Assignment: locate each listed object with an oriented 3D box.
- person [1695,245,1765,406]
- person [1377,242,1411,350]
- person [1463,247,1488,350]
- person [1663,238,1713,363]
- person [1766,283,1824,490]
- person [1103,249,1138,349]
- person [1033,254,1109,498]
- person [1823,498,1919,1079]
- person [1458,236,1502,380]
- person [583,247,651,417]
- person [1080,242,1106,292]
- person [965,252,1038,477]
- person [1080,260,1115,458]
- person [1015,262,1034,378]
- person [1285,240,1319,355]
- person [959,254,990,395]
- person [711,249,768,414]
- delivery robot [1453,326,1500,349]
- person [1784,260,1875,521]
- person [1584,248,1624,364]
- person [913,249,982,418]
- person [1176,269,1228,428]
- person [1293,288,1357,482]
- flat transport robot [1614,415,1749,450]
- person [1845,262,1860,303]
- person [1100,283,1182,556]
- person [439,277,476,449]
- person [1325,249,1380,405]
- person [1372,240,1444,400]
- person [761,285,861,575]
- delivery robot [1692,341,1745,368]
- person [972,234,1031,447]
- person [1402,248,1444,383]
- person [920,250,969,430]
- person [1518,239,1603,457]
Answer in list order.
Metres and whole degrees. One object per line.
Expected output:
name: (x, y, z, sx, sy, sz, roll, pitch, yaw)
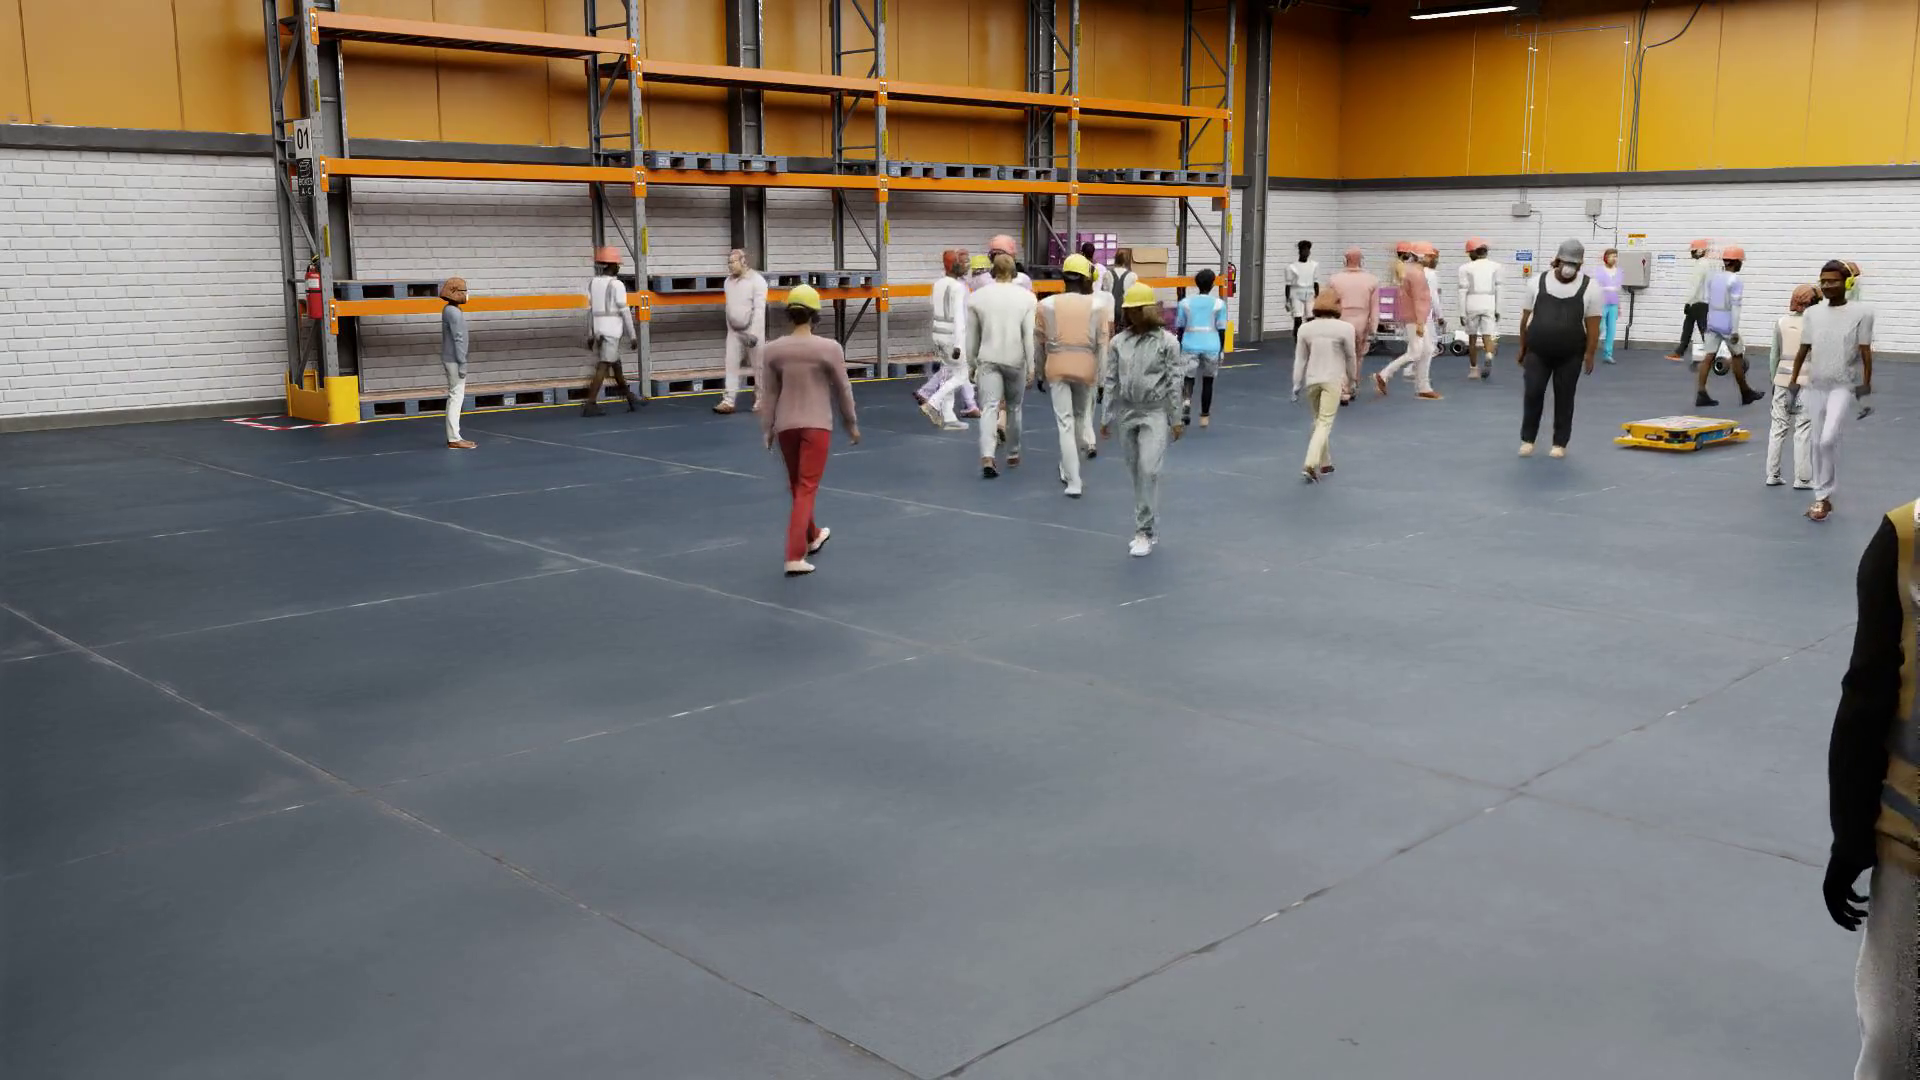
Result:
person: (9.161, -2.529, 19.714, 0.930, 1.896, 0.569, -4, 11, -18)
person: (7.820, -4.270, 29.242, 0.992, 1.885, 0.557, 1, 10, 8)
person: (9.058, -4.237, 29.224, 0.469, 1.831, 0.631, 9, 13, 39)
person: (11.618, -3.793, 26.434, 0.904, 1.956, 0.650, 7, 12, 33)
person: (6.702, -1.221, 13.294, 0.308, 1.641, 0.515, -6, 12, -28)
person: (2.294, -3.251, 23.847, 0.533, 1.827, 0.423, 2, 11, 12)
person: (0.856, -1.304, 13.123, 0.583, 1.859, 0.993, -1, 10, -6)
person: (1.876, 0.582, 2.947, 0.625, 1.838, 0.428, 6, 12, 31)
person: (7.236, -3.201, 23.090, 0.632, 2.015, 0.790, 1, 10, 3)
person: (-3.901, -2.341, 18.741, 0.571, 1.879, 1.008, 9, 14, 40)
person: (1.902, -3.398, 24.415, 0.595, 1.915, 0.374, -8, 13, -37)
person: (0.348, -1.494, 14.125, 0.631, 1.888, 1.034, 1, 10, 7)
person: (1.177, -1.680, 15.362, 0.486, 1.807, 0.997, -1, 10, -3)
person: (0.833, -3.022, 23.042, 0.537, 1.669, 0.786, 8, 13, 38)
person: (5.765, -4.086, 28.086, 0.648, 1.942, 0.562, -3, 11, -14)
person: (0.339, -2.764, 21.318, 0.581, 1.793, 0.909, 7, 12, 33)
person: (-2.485, -2.349, 18.854, 0.653, 1.852, 0.906, 6, 12, 30)
delivery robot: (8.656, -3.397, 27.866, 0.707, 0.478, 0.477, 6, 12, 31)
person: (6.140, -1.056, 11.828, 0.652, 1.847, 0.549, -7, 13, -34)
person: (10.224, -3.712, 26.389, 0.566, 1.825, 0.616, -3, 11, -16)
person: (-0.098, -2.287, 18.481, 0.827, 1.883, 0.652, 1, 10, 5)
person: (2.507, -1.982, 17.323, 0.546, 1.677, 0.613, 3, 11, 14)
person: (3.005, -1.291, 13.798, 0.483, 1.589, 0.822, 8, 13, 37)
flat transport robot: (6.986, -1.046, 16.076, 1.431, 0.197, 0.652, -9, 14, -40)
person: (13.412, -3.411, 25.273, 0.521, 1.611, 0.529, 9, 13, 39)
person: (1.124, -0.763, 10.584, 0.505, 1.713, 0.718, 7, 12, 32)
person: (-4.794, -1.681, 15.852, 0.280, 1.624, 0.493, -5, 12, -25)
person: (4.690, -2.560, 20.019, 0.659, 1.860, 0.980, 1, 10, 8)
person: (5.551, -2.694, 20.431, 0.778, 1.969, 0.630, 4, 11, 21)
person: (-0.908, -0.683, 10.151, 0.544, 1.722, 0.908, 4, 11, 22)
delivery robot: (11.096, -2.750, 24.340, 0.477, 0.478, 0.707, -5, 12, -28)
person: (0.414, -1.893, 15.900, 0.640, 2.030, 0.438, 5, 11, 24)
person: (6.349, -3.069, 22.789, 0.450, 1.865, 0.578, -2, 11, -12)
person: (-0.160, -2.051, 17.192, 0.515, 1.873, 0.583, -6, 12, -28)
person: (5.440, -1.756, 15.118, 0.713, 2.000, 0.698, 4, 11, 22)
